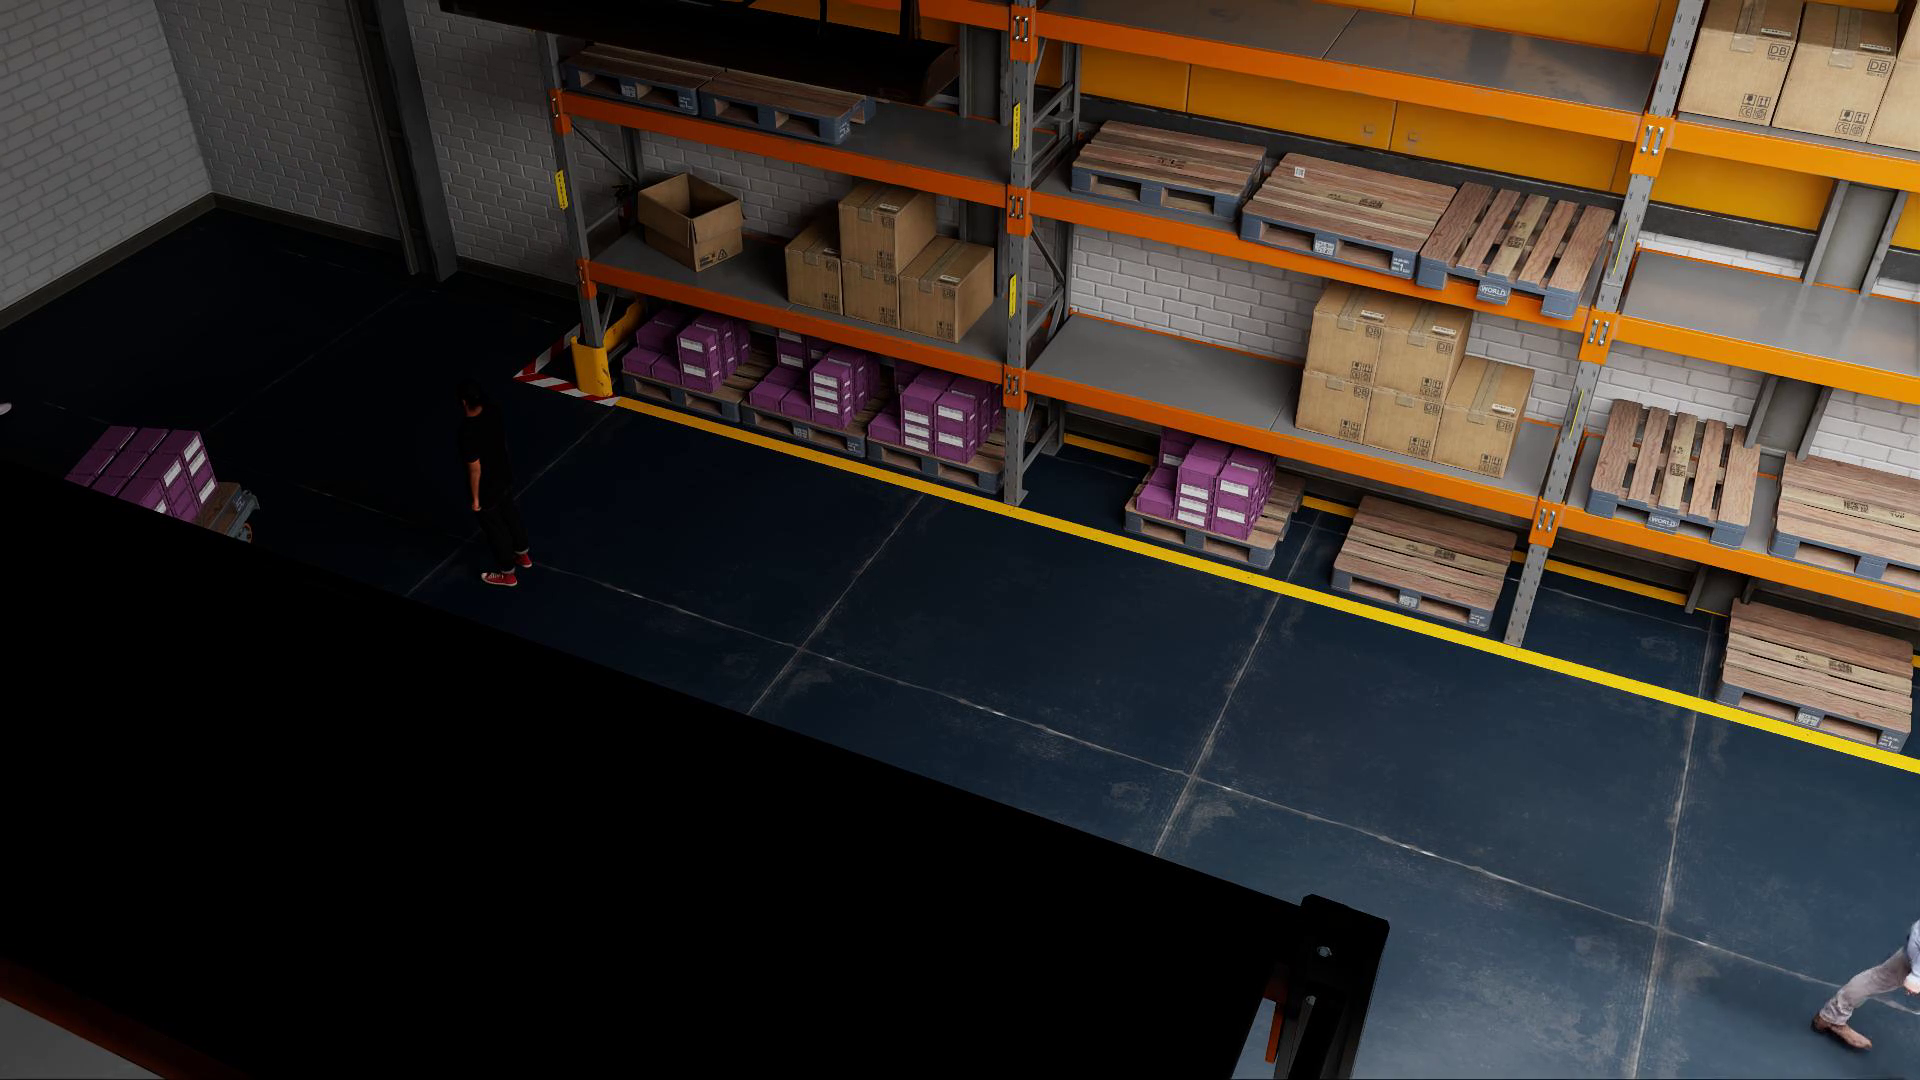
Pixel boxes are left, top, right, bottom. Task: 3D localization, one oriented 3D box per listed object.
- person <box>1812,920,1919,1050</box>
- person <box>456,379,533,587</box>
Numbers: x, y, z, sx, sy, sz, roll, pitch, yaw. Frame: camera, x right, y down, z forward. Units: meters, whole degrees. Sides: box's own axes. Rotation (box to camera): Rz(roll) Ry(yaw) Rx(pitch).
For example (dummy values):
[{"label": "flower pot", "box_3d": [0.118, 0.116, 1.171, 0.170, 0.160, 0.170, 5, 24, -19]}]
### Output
[{"label": "person", "box_3d": [5.110, 2.194, 8.901, 1.252, 1.843, 0.855, 25, 45, 28]}, {"label": "person", "box_3d": [-3.466, -0.433, 12.258, 0.582, 1.758, 0.655, 12, 40, 14]}]
